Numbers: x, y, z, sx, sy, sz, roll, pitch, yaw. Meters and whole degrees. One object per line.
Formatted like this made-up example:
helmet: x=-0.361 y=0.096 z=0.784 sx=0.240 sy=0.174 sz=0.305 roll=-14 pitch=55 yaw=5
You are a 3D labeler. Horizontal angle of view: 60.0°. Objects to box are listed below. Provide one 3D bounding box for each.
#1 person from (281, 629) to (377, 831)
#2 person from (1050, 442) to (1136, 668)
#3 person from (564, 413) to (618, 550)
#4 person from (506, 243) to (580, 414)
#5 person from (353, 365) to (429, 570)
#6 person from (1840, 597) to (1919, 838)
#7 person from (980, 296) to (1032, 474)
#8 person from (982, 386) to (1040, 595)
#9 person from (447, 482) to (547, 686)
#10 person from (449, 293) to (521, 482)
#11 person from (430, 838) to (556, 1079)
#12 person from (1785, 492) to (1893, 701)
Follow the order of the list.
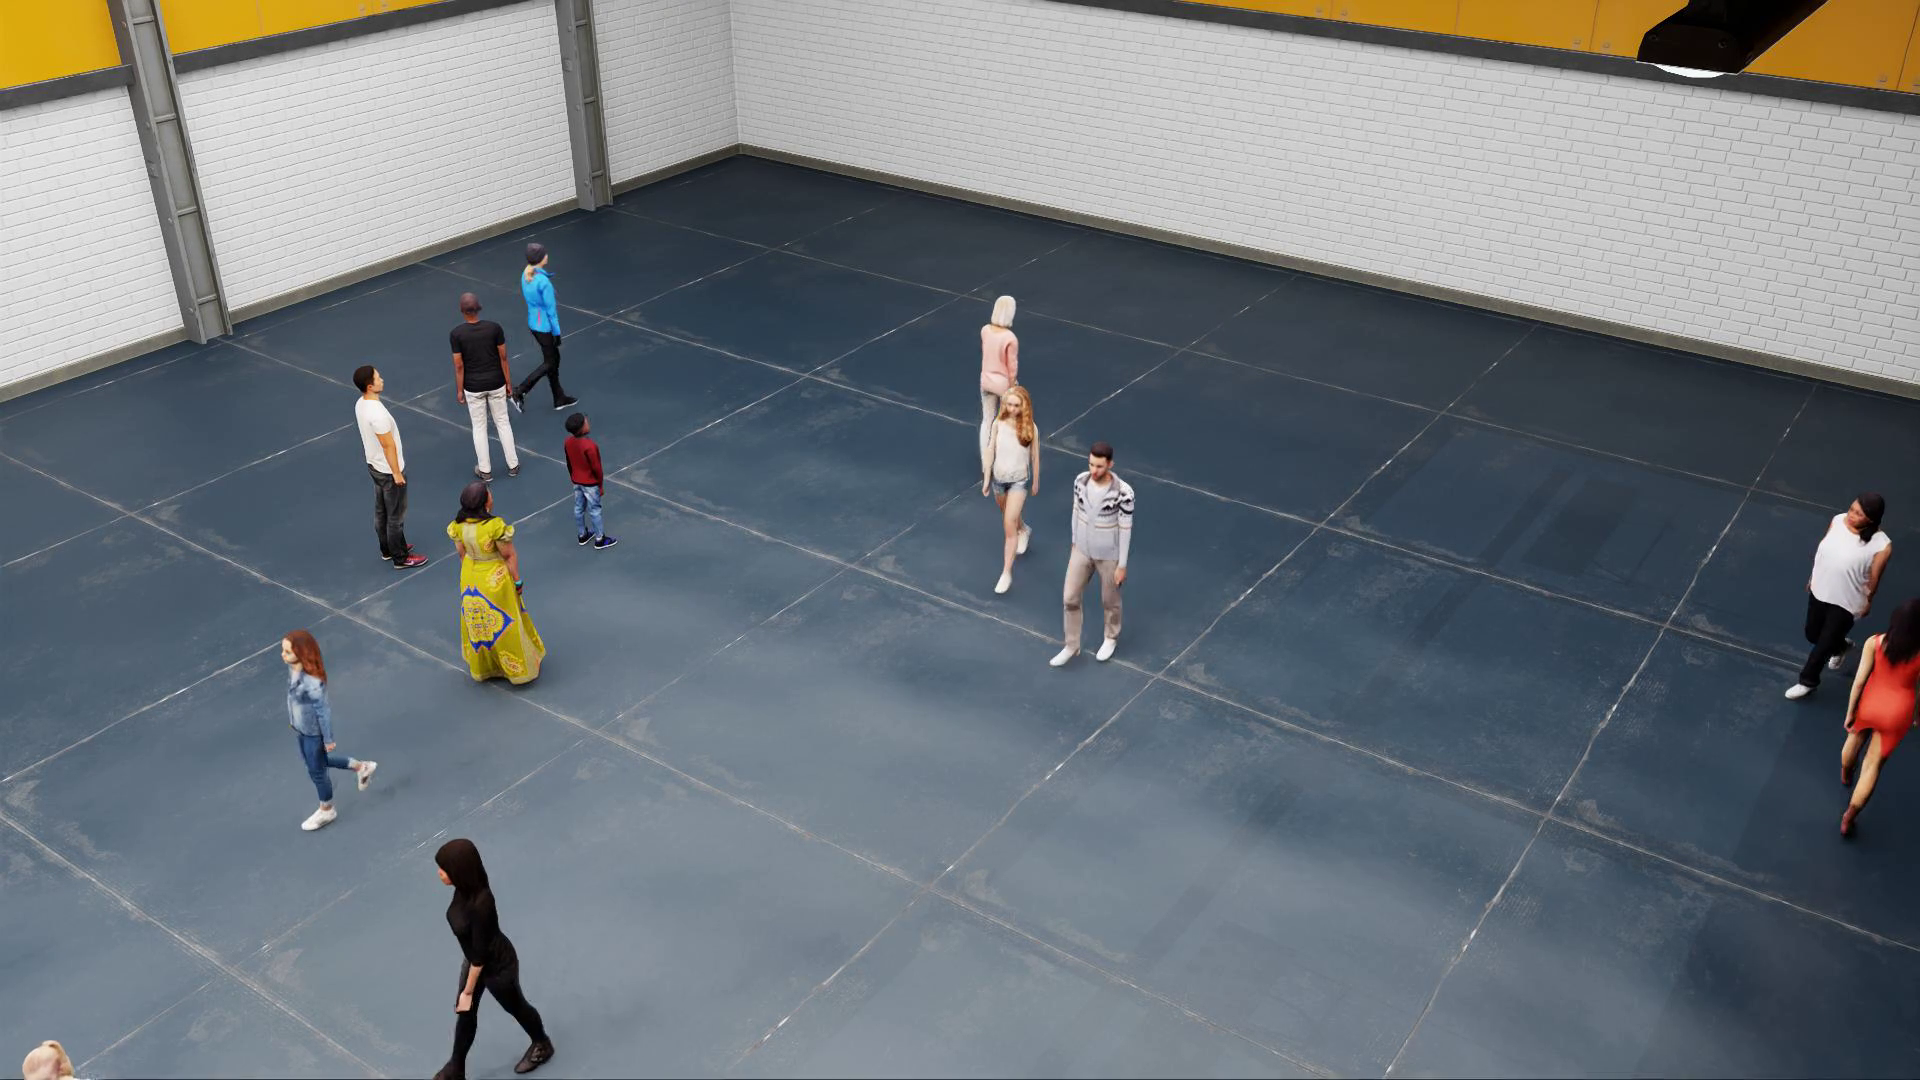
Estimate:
person: x=-4.183 y=1.204 z=10.934 sx=0.860 sy=1.465 sz=0.684 roll=-23 pitch=36 yaw=-36
person: x=1.106 y=0.054 z=12.652 sx=0.721 sy=1.838 sz=0.872 roll=17 pitch=33 yaw=28
person: x=-3.223 y=-0.519 z=14.310 sx=0.512 sy=1.256 sz=0.501 roll=16 pitch=32 yaw=27
person: x=-4.239 y=-2.071 z=16.609 sx=1.083 sy=1.780 sz=0.804 roll=-21 pitch=35 yaw=-34
person: x=-4.824 y=-0.621 z=13.924 sx=0.630 sy=1.804 sz=0.697 roll=-21 pitch=35 yaw=-34
person: x=5.948 y=1.183 z=10.744 sx=0.586 sy=1.683 sz=1.008 roll=19 pitch=34 yaw=31
person: x=0.309 y=-1.421 z=15.501 sx=0.618 sy=1.699 sz=0.882 roll=19 pitch=34 yaw=31
person: x=0.451 y=-0.493 z=13.779 sx=0.738 sy=1.720 sz=1.194 roll=12 pitch=31 yaw=20
person: x=-3.484 y=0.320 z=12.350 sx=0.956 sy=1.661 sz=0.919 roll=8 pitch=30 yaw=14
person: x=-4.403 y=-1.417 z=15.384 sx=0.693 sy=1.804 sz=0.817 roll=-14 pitch=31 yaw=-23
person: x=-2.430 y=2.235 z=8.890 sx=1.011 sy=1.611 sz=0.731 roll=-21 pitch=35 yaw=-33
person: x=6.493 y=0.383 z=12.223 sx=1.047 sy=1.671 sz=0.950 roll=-10 pitch=30 yaw=-17
